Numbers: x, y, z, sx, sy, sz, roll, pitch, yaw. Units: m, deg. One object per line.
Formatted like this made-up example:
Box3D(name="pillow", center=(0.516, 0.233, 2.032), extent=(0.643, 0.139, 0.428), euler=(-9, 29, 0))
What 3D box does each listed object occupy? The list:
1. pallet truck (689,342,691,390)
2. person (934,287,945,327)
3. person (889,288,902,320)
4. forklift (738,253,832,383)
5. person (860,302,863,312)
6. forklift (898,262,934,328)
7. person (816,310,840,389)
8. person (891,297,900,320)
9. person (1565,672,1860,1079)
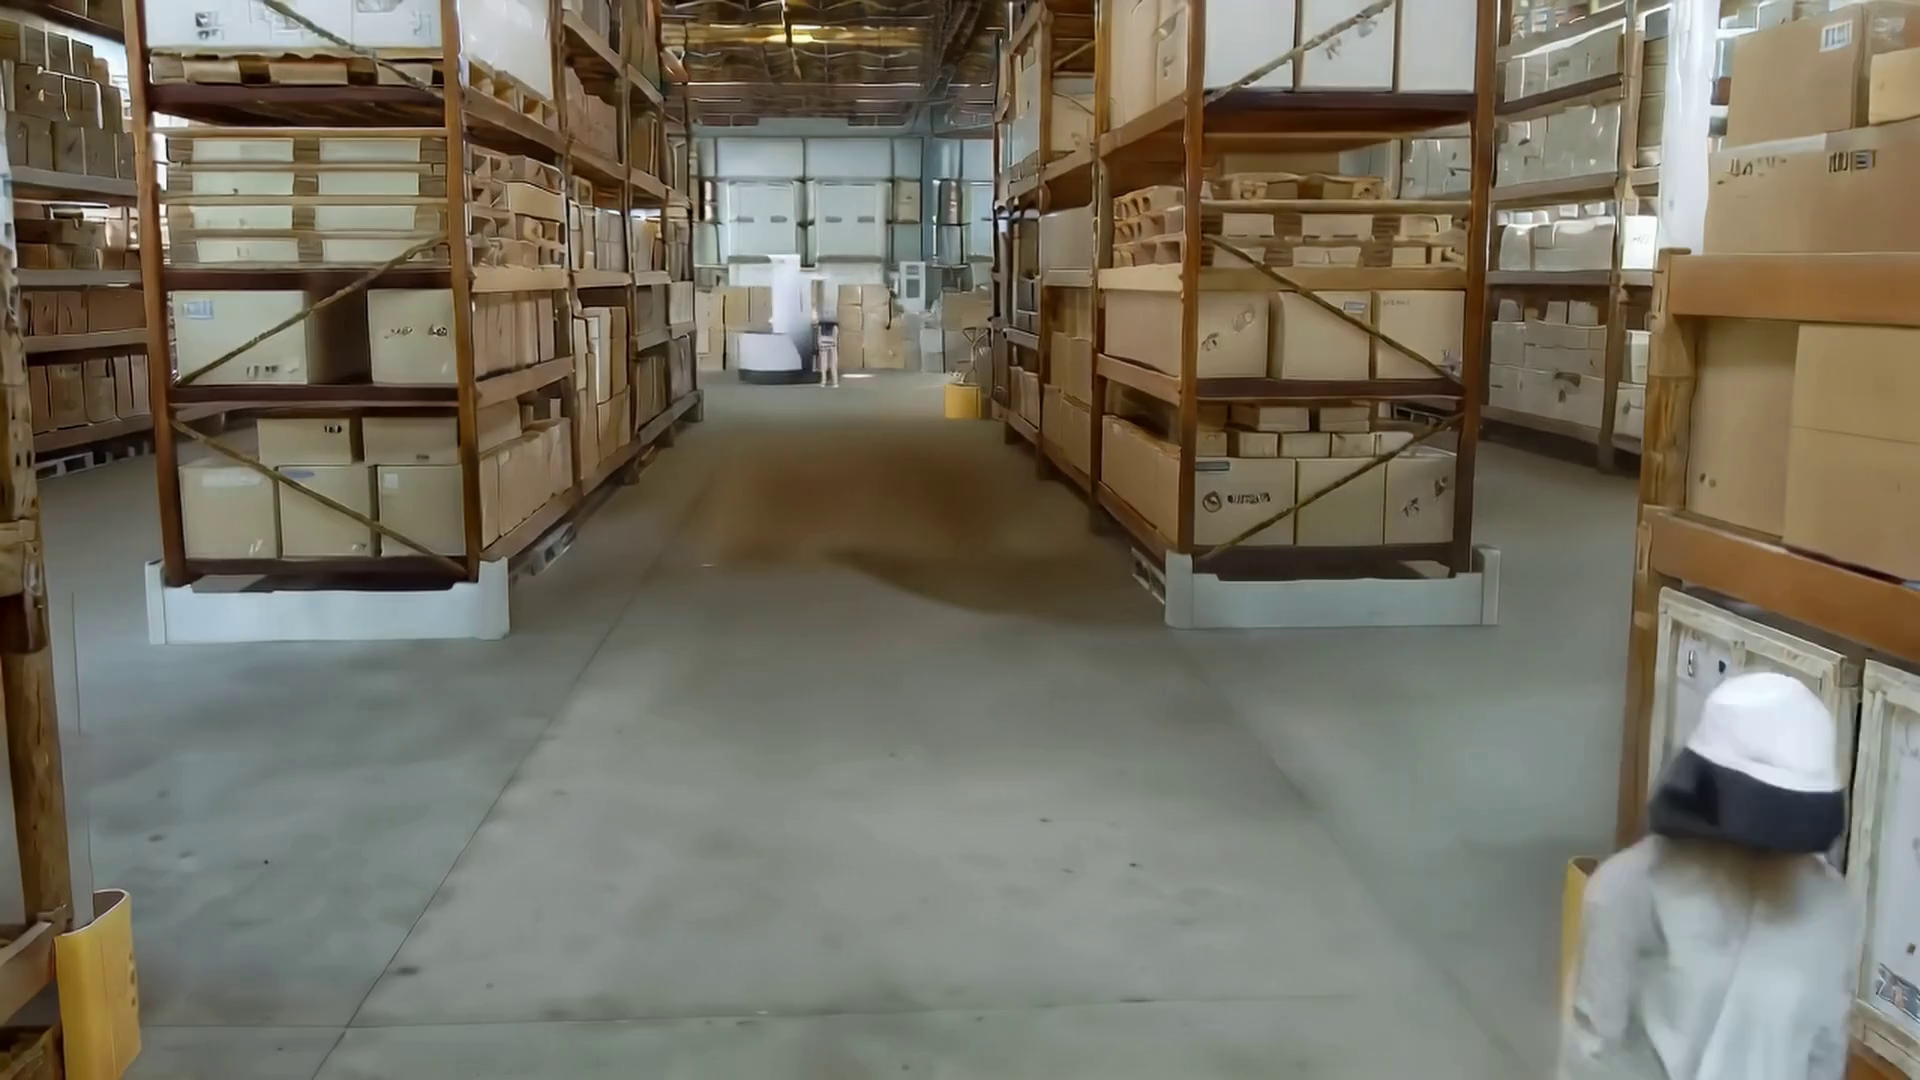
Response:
Box3D(name="pallet truck", center=(-5.225, -3.008, 27.480), extent=(1.885, 1.965, 0.823), euler=(2, 9, 14))
Box3D(name="person", center=(-0.645, -8.310, 60.993), extent=(0.585, 1.928, 0.365), euler=(-1, 9, -6))
Box3D(name="person", center=(-2.308, -7.826, 57.967), extent=(0.639, 1.926, 0.367), euler=(4, 10, 24))
Box3D(name="forklift", center=(-3.829, -4.864, 36.372), extent=(1.873, 2.768, 1.129), euler=(-5, 10, -30))
Box3D(name="person", center=(-3.265, -7.214, 54.361), extent=(1.056, 1.869, 0.641), euler=(-3, 9, -17))
Box3D(name="forklift", center=(-1.686, -8.468, 59.002), extent=(1.129, 2.768, 1.873), euler=(-3, 10, -19))
Box3D(name="person", center=(-2.738, -3.944, 34.492), extent=(0.515, 1.636, 0.315), euler=(1, 9, 5))
Box3D(name="person", center=(-2.078, -6.849, 52.665), extent=(0.886, 1.642, 0.556), euler=(2, 9, 12))
Box3D(name="person", center=(1.241, 1.046, 2.829), extent=(0.491, 1.729, 0.474), euler=(-1, 9, -7))
